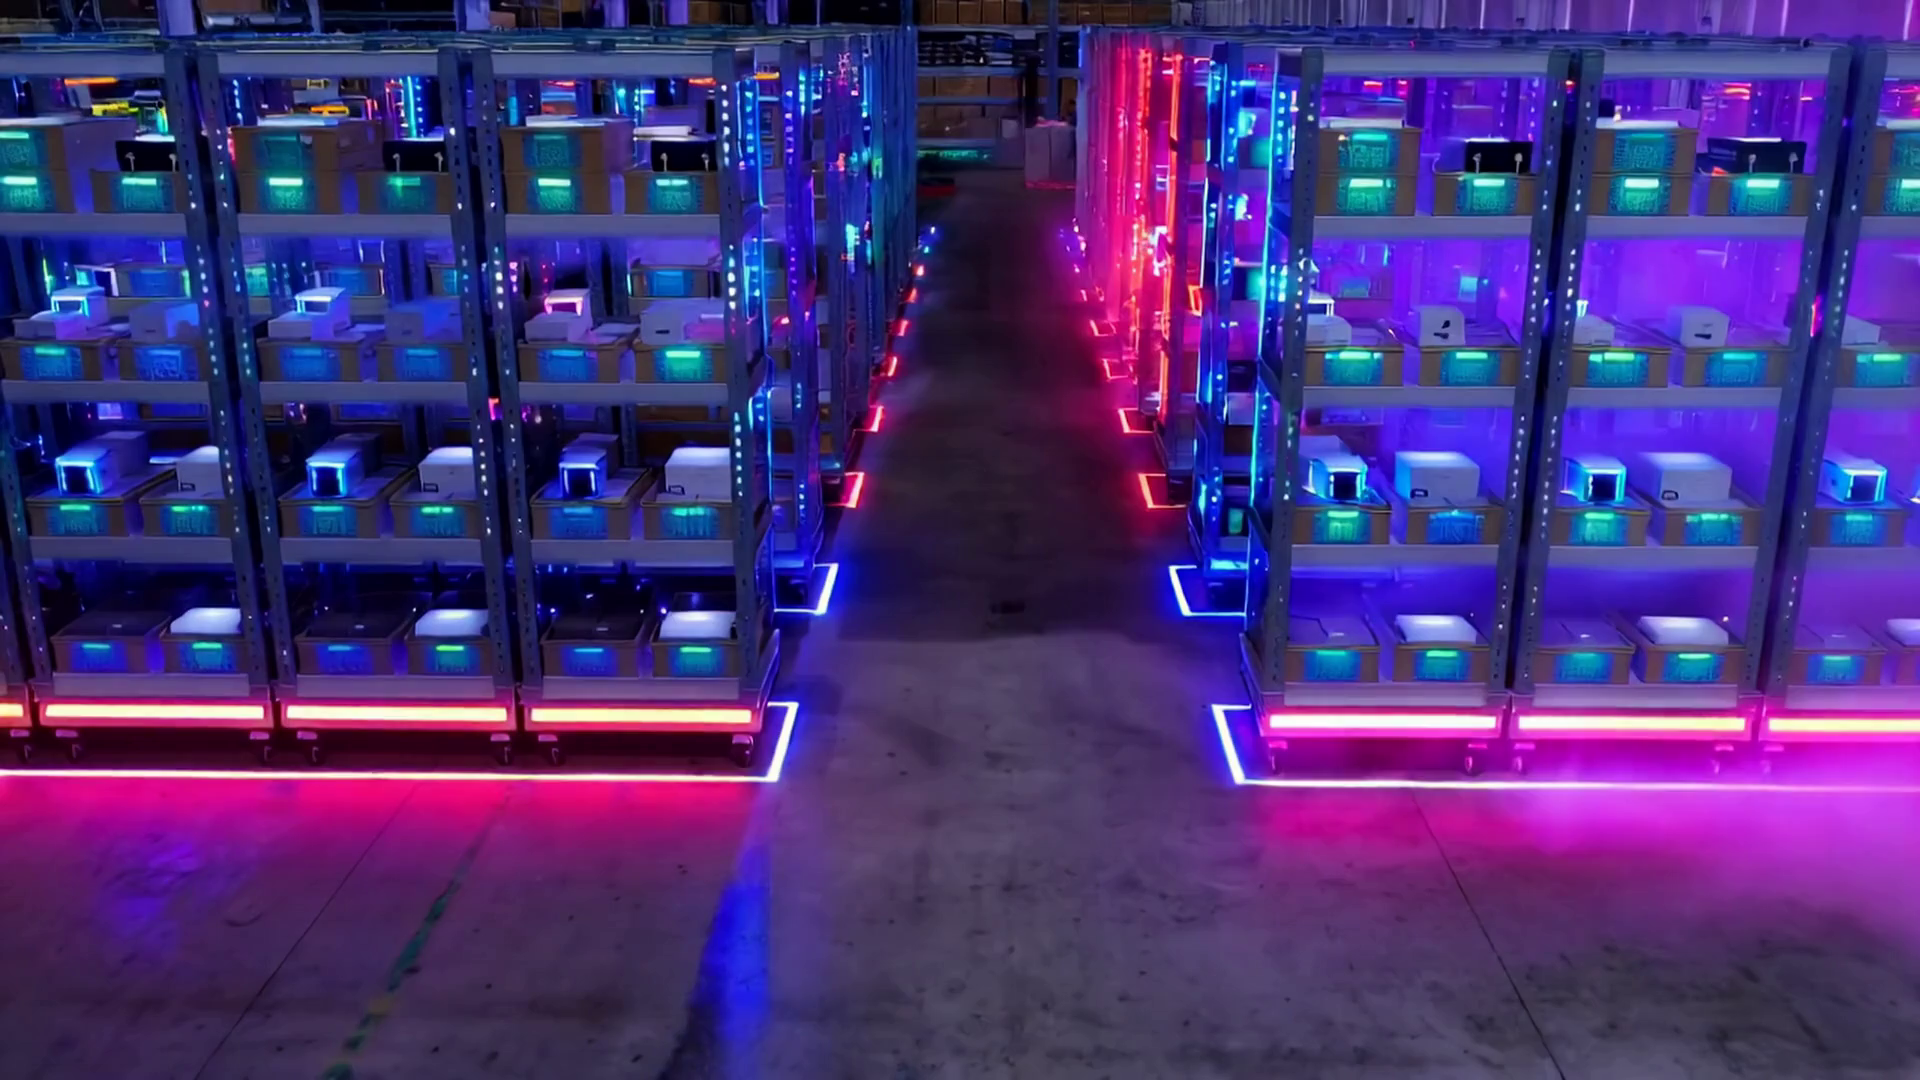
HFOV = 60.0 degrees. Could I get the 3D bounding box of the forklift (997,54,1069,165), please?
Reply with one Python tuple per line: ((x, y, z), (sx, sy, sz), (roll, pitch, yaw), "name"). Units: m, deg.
((1.912, -11.245, 43.477), (1.873, 2.768, 1.129), (0, 17, 1), "forklift")
